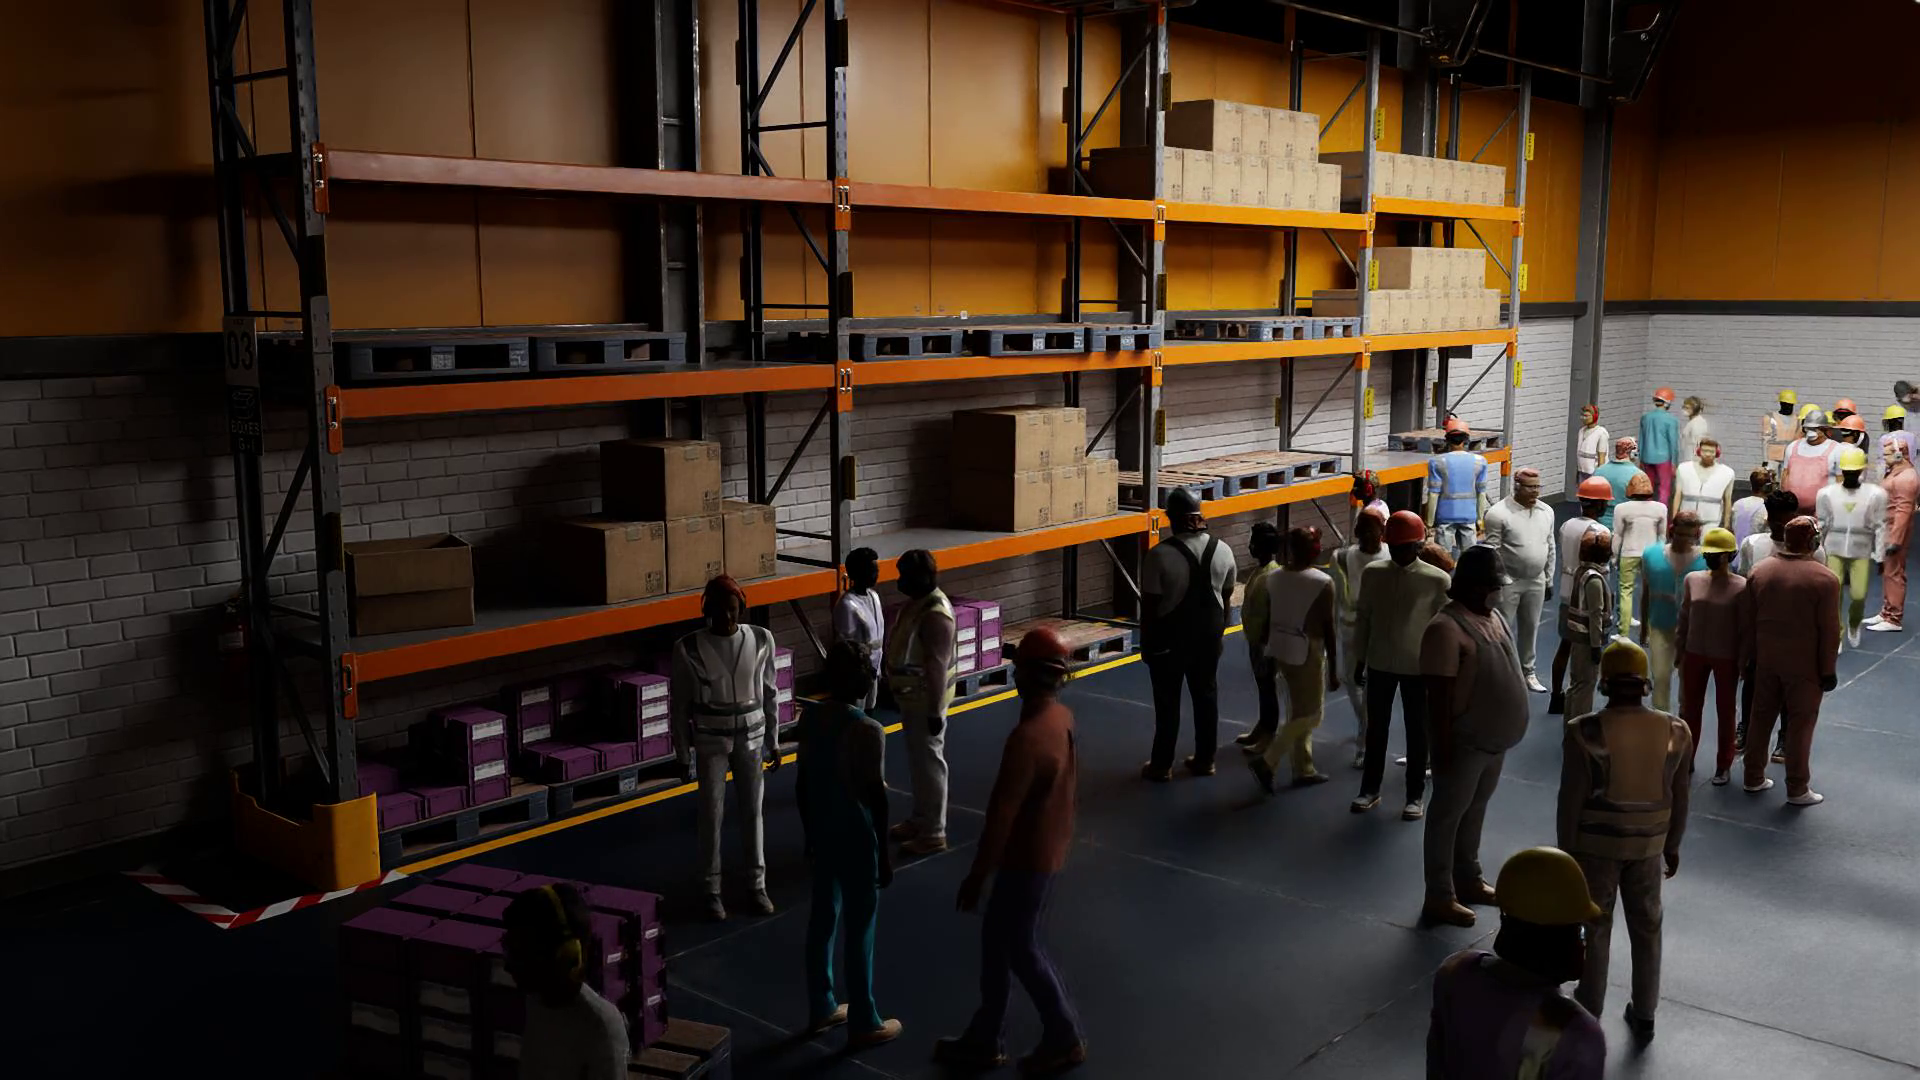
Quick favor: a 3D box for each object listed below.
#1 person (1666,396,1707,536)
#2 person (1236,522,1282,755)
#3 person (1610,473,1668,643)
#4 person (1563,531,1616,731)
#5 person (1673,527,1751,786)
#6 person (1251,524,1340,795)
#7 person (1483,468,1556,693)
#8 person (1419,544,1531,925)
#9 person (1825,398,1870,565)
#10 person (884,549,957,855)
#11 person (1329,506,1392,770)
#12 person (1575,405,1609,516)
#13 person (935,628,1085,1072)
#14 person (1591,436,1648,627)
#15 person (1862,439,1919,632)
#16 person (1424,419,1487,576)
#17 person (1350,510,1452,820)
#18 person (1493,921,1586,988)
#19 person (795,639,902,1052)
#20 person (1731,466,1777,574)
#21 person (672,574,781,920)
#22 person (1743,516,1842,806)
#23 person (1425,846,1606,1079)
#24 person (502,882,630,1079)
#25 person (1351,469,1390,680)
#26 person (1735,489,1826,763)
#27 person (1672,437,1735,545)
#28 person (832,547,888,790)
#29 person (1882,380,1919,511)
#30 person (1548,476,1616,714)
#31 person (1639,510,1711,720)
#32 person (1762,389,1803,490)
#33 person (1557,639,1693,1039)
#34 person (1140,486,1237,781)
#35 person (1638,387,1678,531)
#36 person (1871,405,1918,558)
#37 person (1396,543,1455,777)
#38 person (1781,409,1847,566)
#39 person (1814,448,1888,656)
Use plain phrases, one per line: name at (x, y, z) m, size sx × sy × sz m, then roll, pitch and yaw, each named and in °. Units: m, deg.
person at (9.833, -0.980, 22.306) m, size 0.612 × 1.918 × 0.642 m, roll 2°, pitch 9°, yaw 16°
person at (2.202, 0.711, 12.101) m, size 0.318 × 1.697 × 0.535 m, roll 0°, pitch 9°, yaw 3°
person at (6.434, 0.180, 15.788) m, size 0.510 × 1.623 × 0.325 m, roll 1°, pitch 9°, yaw 7°
person at (4.564, 0.744, 12.068) m, size 0.309 × 1.639 × 0.523 m, roll 2°, pitch 9°, yaw 10°
person at (5.140, 0.788, 11.373) m, size 0.316 × 1.769 × 0.523 m, roll -8°, pitch 12°, yaw -40°
person at (2.234, 0.806, 11.092) m, size 0.701 × 1.820 × 0.589 m, roll -5°, pitch 10°, yaw -31°
person at (4.666, 0.341, 13.841) m, size 0.644 × 1.900 × 0.399 m, roll -2°, pitch 9°, yaw -15°
person at (2.792, 1.024, 8.972) m, size 0.537 × 2.000 × 0.689 m, roll 8°, pitch 12°, yaw 42°
person at (10.602, -0.694, 20.094) m, size 0.619 × 2.029 × 0.410 m, roll 5°, pitch 10°, yaw 29°
person at (-0.240, 0.963, 10.036) m, size 0.428 × 1.838 × 0.630 m, roll -2°, pitch 9°, yaw -14°
person at (2.936, 0.655, 11.963) m, size 0.577 × 1.859 × 0.845 m, roll 4°, pitch 10°, yaw 22°
person at (8.244, -0.848, 21.708) m, size 0.387 × 1.838 × 0.563 m, roll -2°, pitch 9°, yaw -10°
person at (0.221, 1.359, 7.141) m, size 0.673 × 1.941 × 0.732 m, roll 2°, pitch 9°, yaw 10°
person at (6.593, -0.085, 16.593) m, size 0.399 × 1.899 × 0.646 m, roll -5°, pitch 10°, yaw -30°
person at (9.150, -0.049, 16.347) m, size 0.407 × 1.902 × 0.639 m, roll 4°, pitch 10°, yaw 24°
person at (5.063, -0.222, 17.041) m, size 0.605 × 2.033 × 0.401 m, roll 0°, pitch 9°, yaw 0°
person at (2.811, 0.791, 10.644) m, size 0.609 × 1.988 × 0.391 m, roll 5°, pitch 10°, yaw 31°
person at (1.725, 1.841, 5.011) m, size 0.279 × 1.634 × 0.498 m, roll 0°, pitch 9°, yaw 0°
person at (-0.511, 1.357, 7.460) m, size 0.517 × 1.842 × 0.326 m, roll 7°, pitch 11°, yaw 39°
person at (6.915, 0.273, 14.495) m, size 0.341 × 1.838 × 0.501 m, roll -3°, pitch 9°, yaw -21°
person at (-1.252, 1.110, 8.959) m, size 0.584 × 1.879 × 0.368 m, roll -4°, pitch 10°, yaw -24°
person at (5.508, 0.784, 10.999) m, size 0.397 × 1.901 × 0.642 m, roll -5°, pitch 10°, yaw -28°
person at (1.519, 1.768, 4.539) m, size 0.386 × 1.927 × 0.589 m, roll -4°, pitch 10°, yaw -25°
person at (-1.085, 1.820, 4.433) m, size 0.400 × 1.868 × 0.593 m, roll -6°, pitch 11°, yaw -35°
person at (3.523, 0.310, 14.241) m, size 0.389 × 1.839 × 0.565 m, roll 4°, pitch 10°, yaw 24°
person at (5.835, 0.607, 11.926) m, size 0.379 × 1.959 × 0.604 m, roll -9°, pitch 12°, yaw -44°
person at (7.862, -0.205, 17.612) m, size 0.580 × 1.820 × 0.745 m, roll 6°, pitch 10°, yaw 32°
person at (-0.671, 0.880, 11.030) m, size 0.318 × 1.690 × 0.528 m, roll 4°, pitch 10°, yaw 22°
person at (14.145, -1.432, 24.812) m, size 0.767 × 2.000 × 0.534 m, roll -2°, pitch 9°, yaw -14°
person at (4.891, 0.463, 12.985) m, size 0.395 × 1.928 × 0.542 m, roll -2°, pitch 9°, yaw -11°
person at (5.319, 0.638, 12.289) m, size 0.573 × 1.793 × 0.975 m, roll 5°, pitch 10°, yaw 27°
person at (11.656, -1.178, 23.599) m, size 0.583 × 1.917 × 0.404 m, roll 0°, pitch 9°, yaw -1°
person at (2.972, 1.354, 7.524) m, size 0.596 × 1.828 × 0.403 m, roll 0°, pitch 9°, yaw -2°
person at (1.528, 0.632, 11.499) m, size 0.681 × 2.000 × 0.535 m, roll -3°, pitch 9°, yaw -21°
person at (9.621, -1.111, 22.892) m, size 0.400 × 1.991 × 0.621 m, roll -4°, pitch 10°, yaw -23°
person at (11.518, -0.708, 20.560) m, size 0.588 × 1.916 × 0.399 m, roll -4°, pitch 10°, yaw -22°
person at (3.274, 0.826, 11.559) m, size 0.286 × 1.633 × 0.500 m, roll -1°, pitch 9°, yaw -9°
person at (9.340, -0.421, 18.294) m, size 0.536 × 2.000 × 0.673 m, roll -8°, pitch 12°, yaw -41°
person at (8.163, 0.107, 15.285) m, size 0.615 × 1.914 × 0.448 m, roll 6°, pitch 10°, yaw 32°
